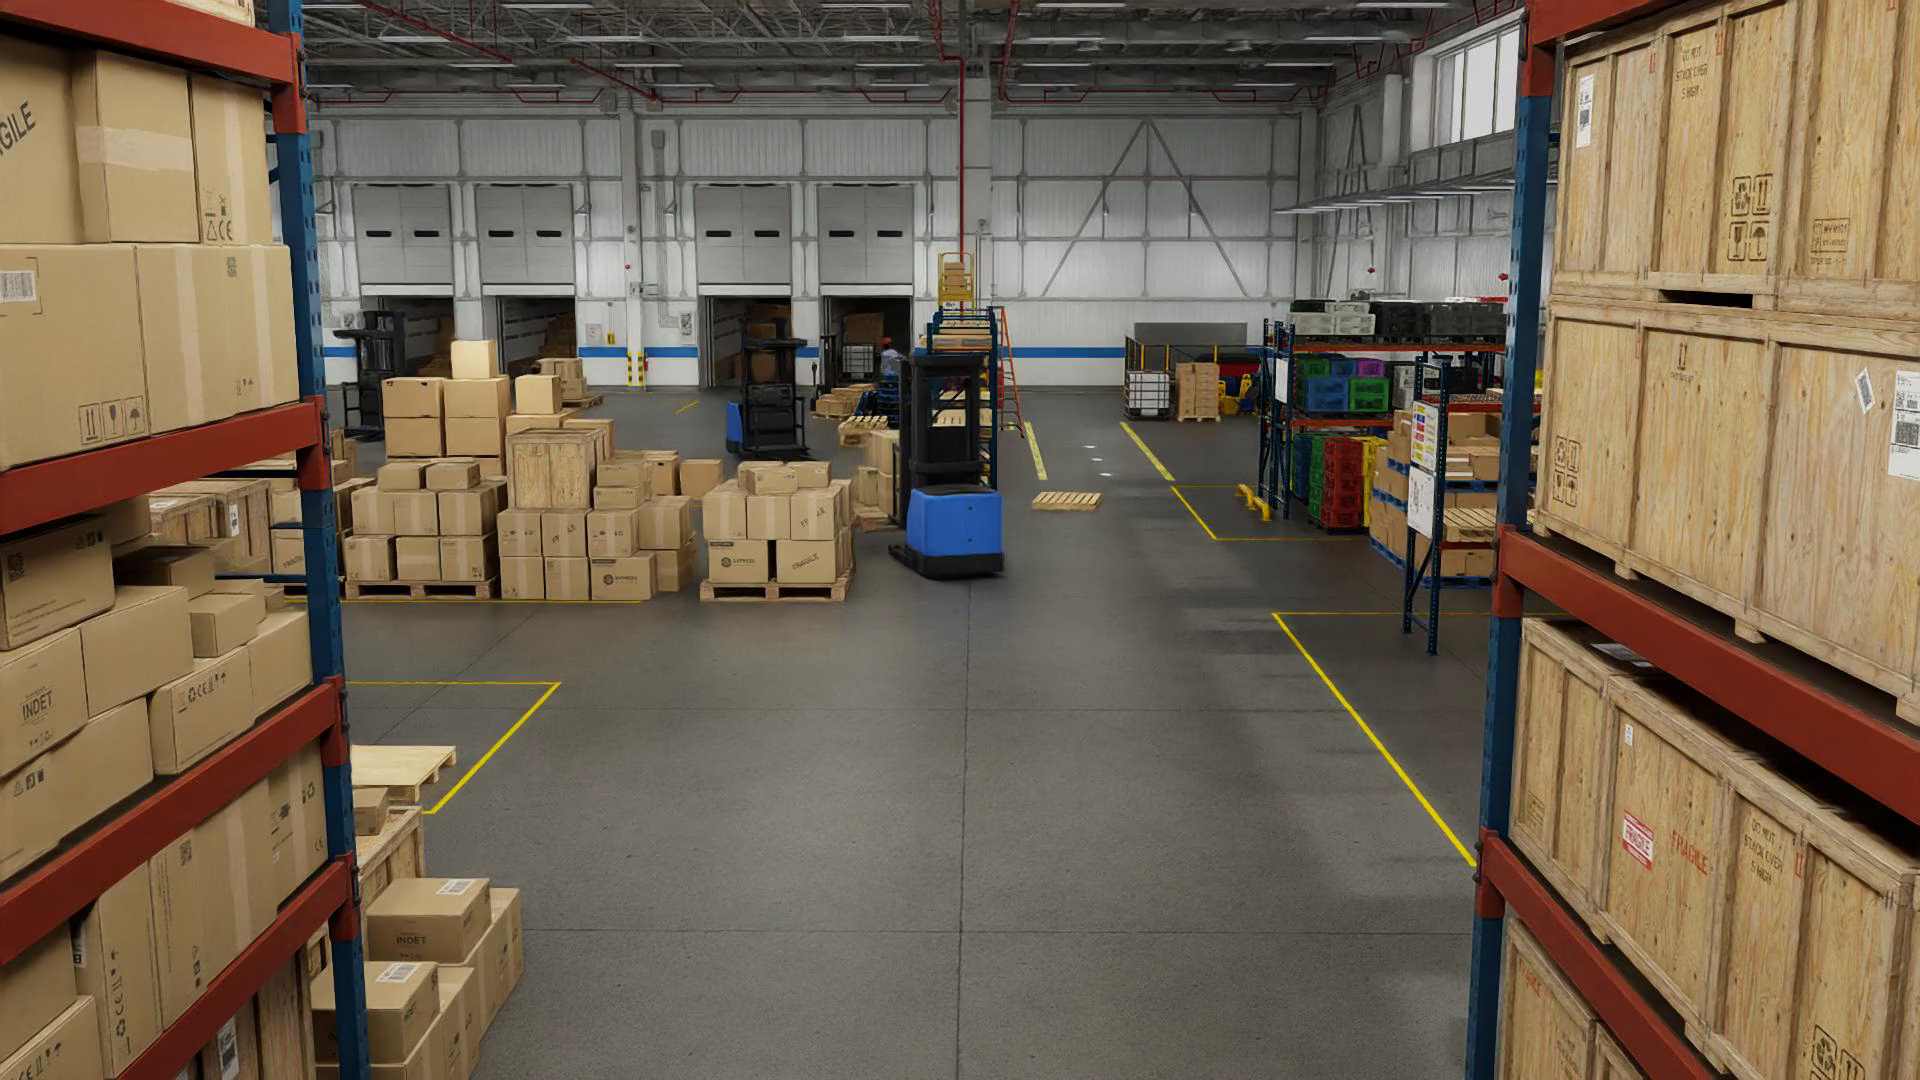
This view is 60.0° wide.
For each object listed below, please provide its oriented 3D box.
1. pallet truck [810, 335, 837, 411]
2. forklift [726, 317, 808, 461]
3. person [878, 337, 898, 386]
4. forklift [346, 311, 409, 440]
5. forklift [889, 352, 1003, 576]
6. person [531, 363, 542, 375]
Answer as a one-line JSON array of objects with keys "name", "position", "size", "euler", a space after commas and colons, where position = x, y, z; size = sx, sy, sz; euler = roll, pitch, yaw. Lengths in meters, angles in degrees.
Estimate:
[{"name": "pallet truck", "position": [-3.021, -4.312, 43.126], "size": [1.885, 1.965, 0.823], "euler": [3, 10, 17]}, {"name": "forklift", "position": [-3.956, -3.089, 33.522], "size": [1.129, 2.768, 1.873], "euler": [-5, 11, -27]}, {"name": "person", "position": [-1.893, -4.392, 43.853], "size": [0.409, 1.910, 0.541], "euler": [7, 12, 37]}, {"name": "forklift", "position": [-12.810, -3.738, 37.268], "size": [1.129, 2.768, 1.873], "euler": [5, 11, 24]}, {"name": "forklift", "position": [-0.179, -1.049, 21.756], "size": [1.129, 2.768, 1.873], "euler": [-3, 10, -16]}, {"name": "person", "position": [-9.539, -3.209, 37.853], "size": [0.771, 1.604, 0.550], "euler": [1, 10, 4]}]
